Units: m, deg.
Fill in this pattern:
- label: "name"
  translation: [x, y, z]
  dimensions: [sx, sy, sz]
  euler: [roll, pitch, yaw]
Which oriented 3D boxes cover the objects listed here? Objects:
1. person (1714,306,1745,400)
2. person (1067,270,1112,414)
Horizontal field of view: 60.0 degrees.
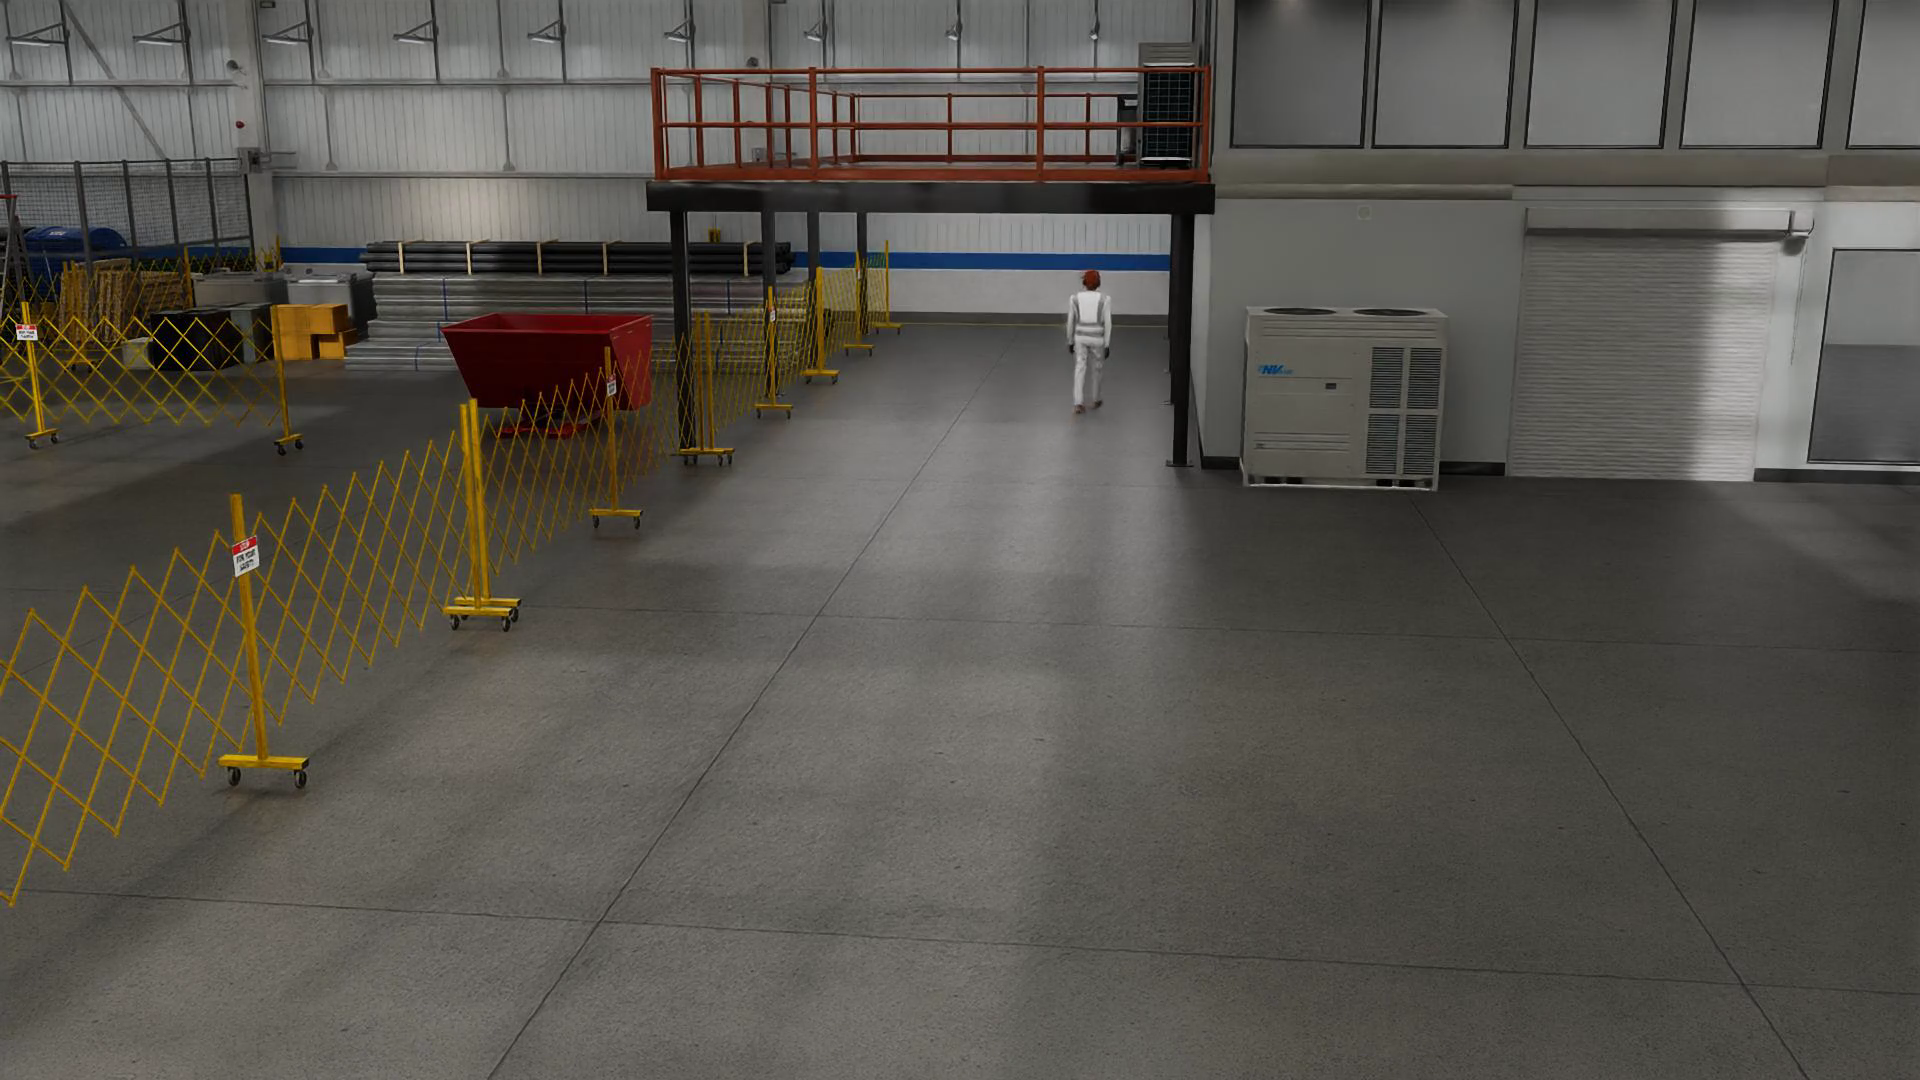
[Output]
- label: "person"
  translation: [9.061, -2.203, 19.812]
  dimensions: [0.643, 1.905, 0.399]
  euler: [-5, 15, -19]
- label: "person"
  translation: [1.658, -2.561, 21.447]
  dimensions: [0.593, 1.838, 0.976]
  euler: [4, 14, 16]
